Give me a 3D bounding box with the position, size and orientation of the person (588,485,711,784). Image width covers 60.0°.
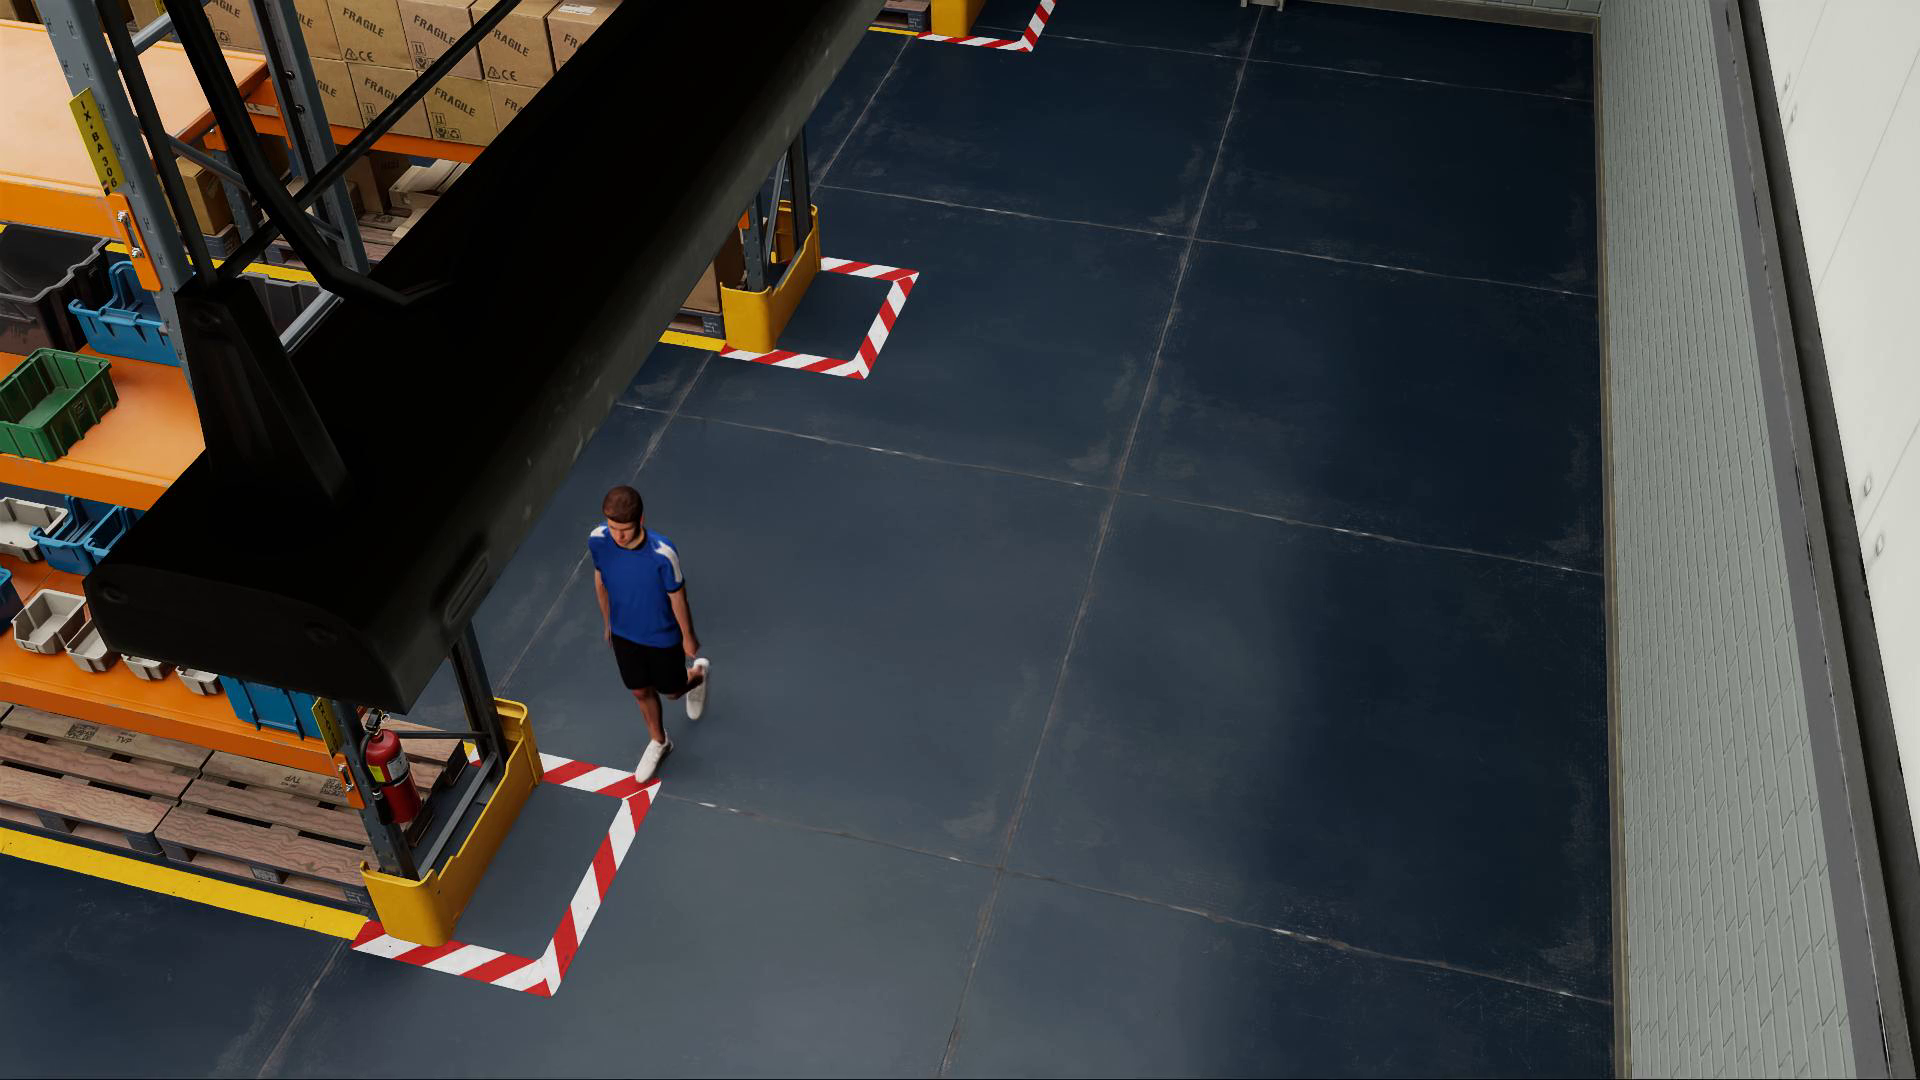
[{"bbox_3d":[-1.530,0.381,8.412,0.900,1.856,0.746,12,44,12],"label":"person"}]
